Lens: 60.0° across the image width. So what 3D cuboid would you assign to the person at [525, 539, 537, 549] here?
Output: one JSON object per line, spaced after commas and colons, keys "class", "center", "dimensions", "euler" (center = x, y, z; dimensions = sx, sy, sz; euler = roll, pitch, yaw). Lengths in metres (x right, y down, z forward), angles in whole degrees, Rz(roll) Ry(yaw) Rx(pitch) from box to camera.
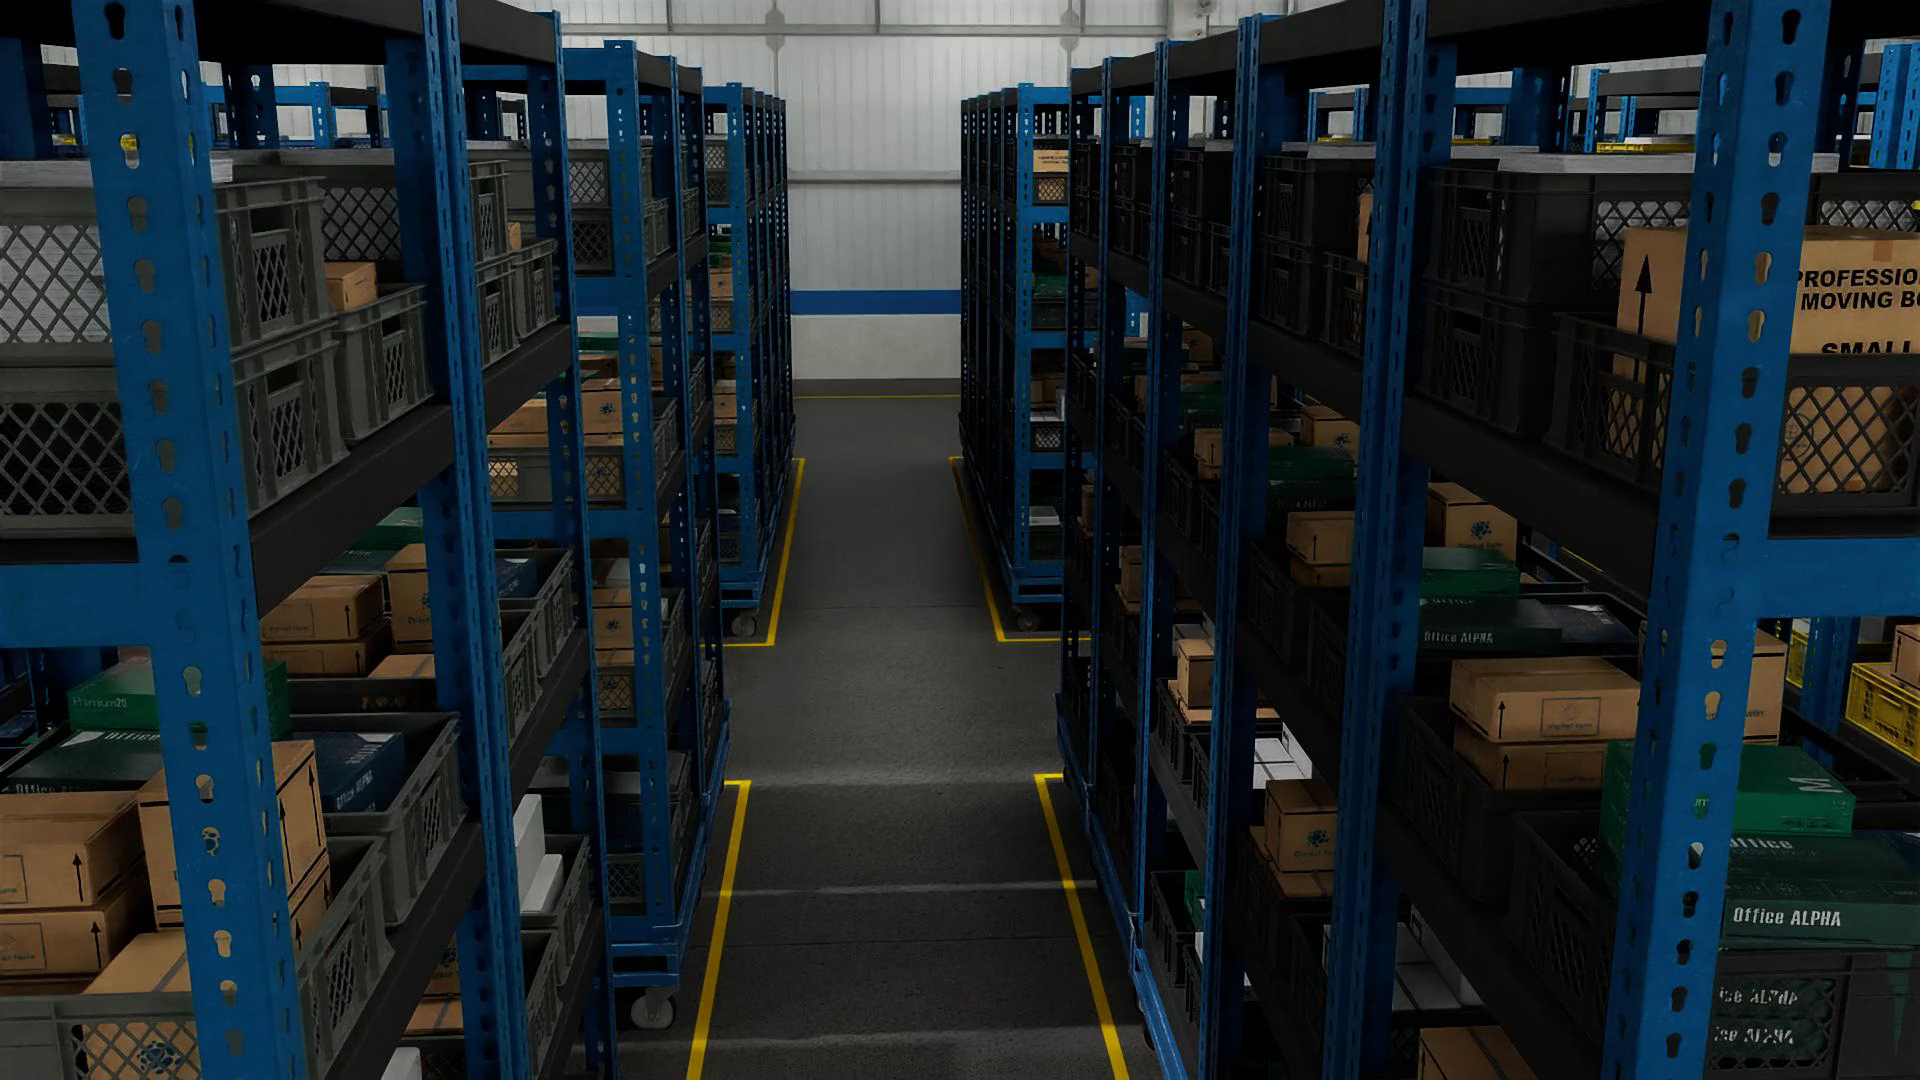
{"class": "person", "center": [-2.674, -0.198, 10.471], "dimensions": [0.414, 1.985, 0.611], "euler": [-1, 14, -4]}
